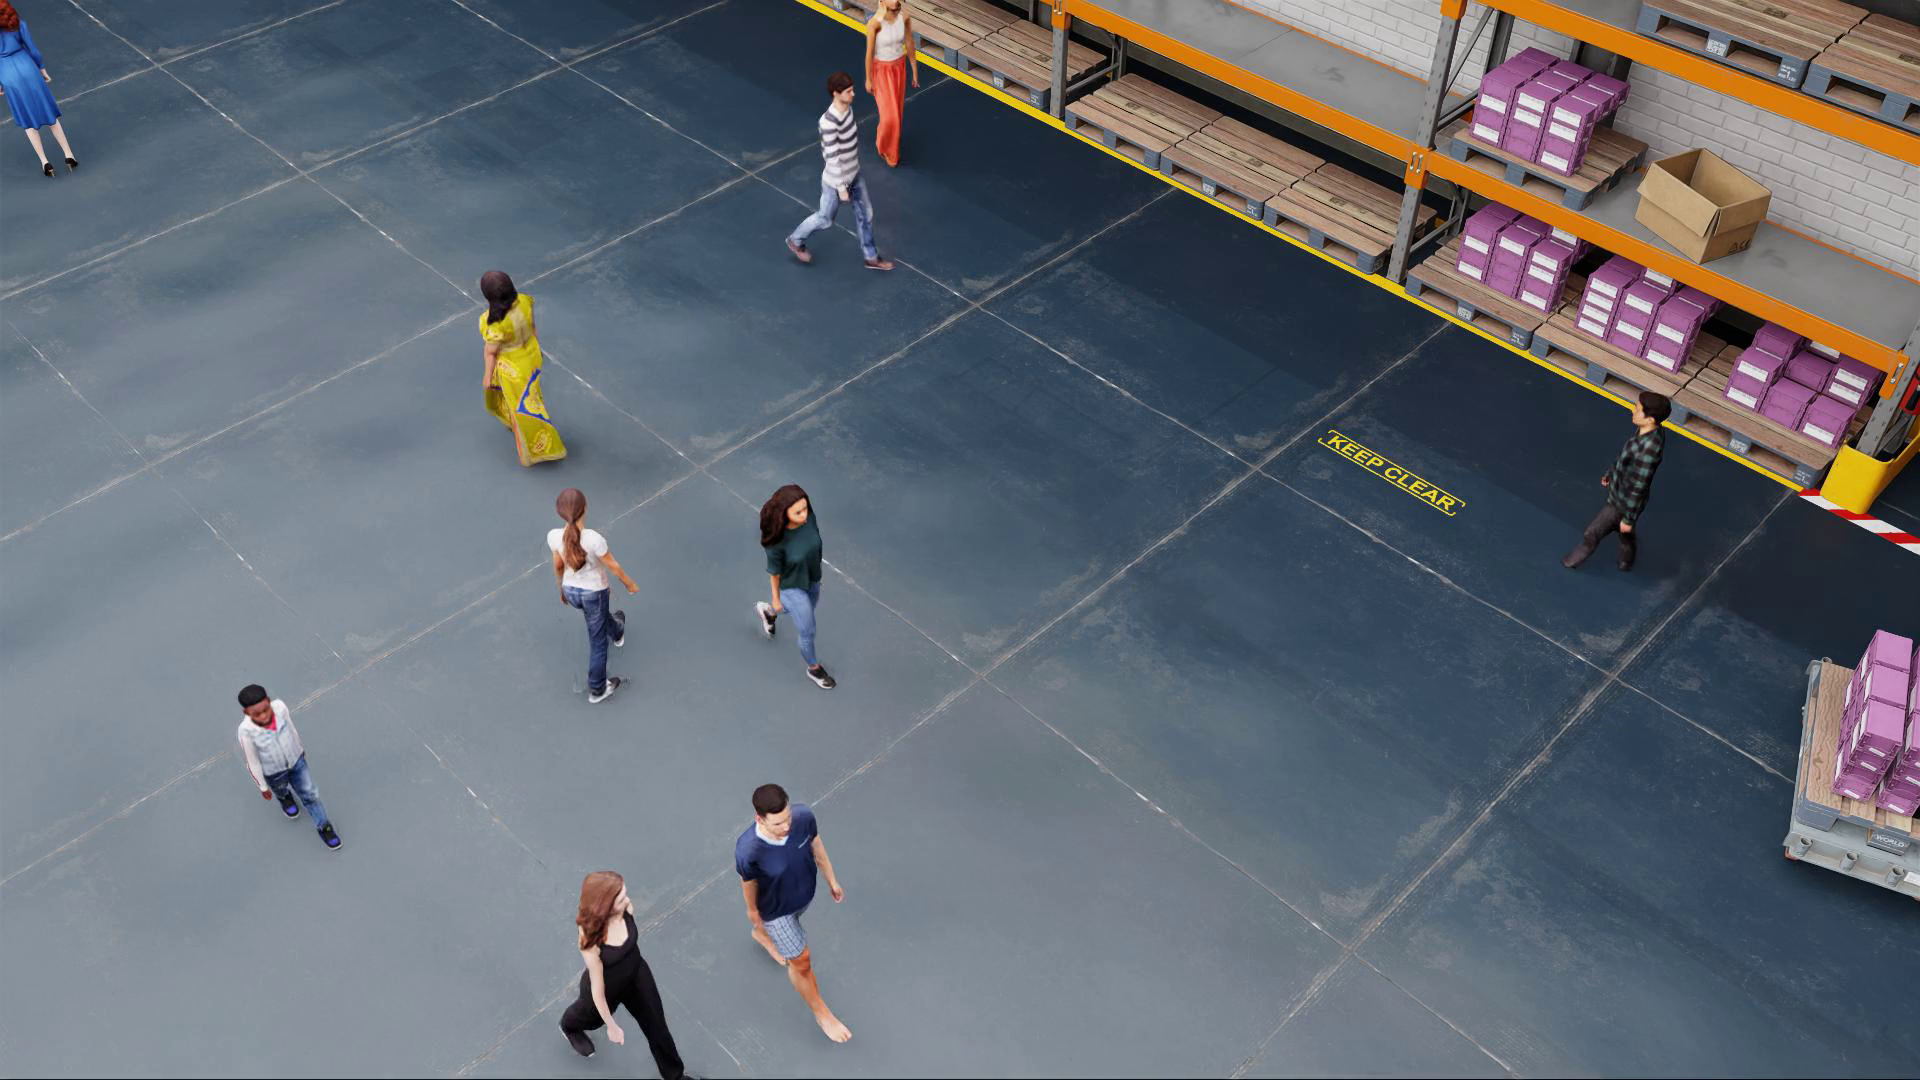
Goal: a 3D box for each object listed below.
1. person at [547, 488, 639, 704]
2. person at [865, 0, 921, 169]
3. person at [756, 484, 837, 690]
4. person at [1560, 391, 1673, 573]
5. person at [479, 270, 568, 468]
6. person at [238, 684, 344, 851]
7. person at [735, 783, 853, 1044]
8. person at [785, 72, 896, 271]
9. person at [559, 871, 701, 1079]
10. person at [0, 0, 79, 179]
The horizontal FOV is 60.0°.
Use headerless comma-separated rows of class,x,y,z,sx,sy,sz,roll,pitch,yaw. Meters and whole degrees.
person,-2.398,0.388,10.608,1.028,1.521,0.955,17,46,17
person,-0.699,-4.323,15.355,0.728,1.792,0.816,-25,49,-24
person,-1.100,0.242,10.707,0.993,1.595,0.633,31,51,28
person,4.665,-0.279,11.456,1.036,1.694,0.899,18,47,18
person,-3.181,-1.251,12.239,1.175,1.643,0.999,13,45,14
person,-4.074,1.274,9.891,0.522,1.226,0.878,-31,52,-28
person,-0.978,1.835,8.884,0.632,1.803,1.127,-34,53,-31
person,-1.099,-3.071,14.027,1.289,1.812,0.948,17,46,17
person,-1.860,2.247,8.535,1.253,1.687,0.815,22,48,22
person,-8.550,-4.164,15.164,0.651,1.828,0.614,-26,50,-25
